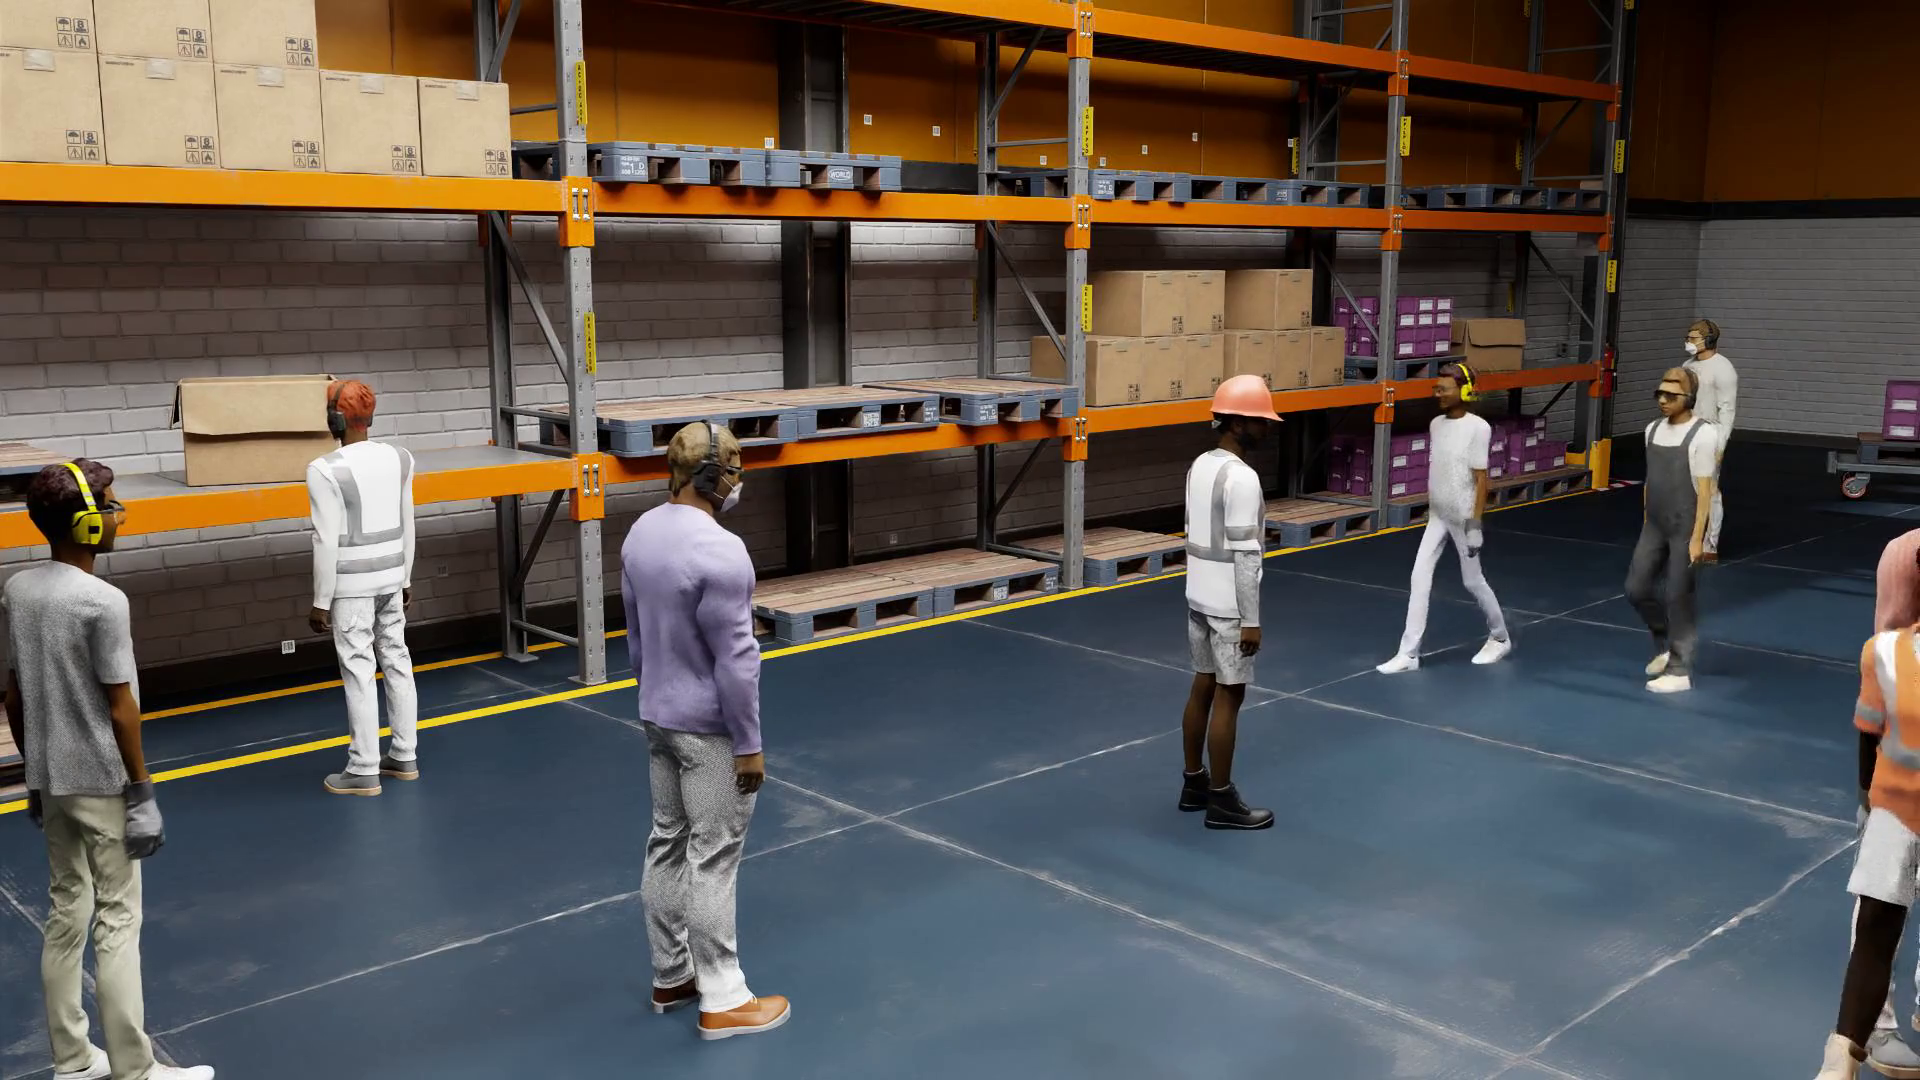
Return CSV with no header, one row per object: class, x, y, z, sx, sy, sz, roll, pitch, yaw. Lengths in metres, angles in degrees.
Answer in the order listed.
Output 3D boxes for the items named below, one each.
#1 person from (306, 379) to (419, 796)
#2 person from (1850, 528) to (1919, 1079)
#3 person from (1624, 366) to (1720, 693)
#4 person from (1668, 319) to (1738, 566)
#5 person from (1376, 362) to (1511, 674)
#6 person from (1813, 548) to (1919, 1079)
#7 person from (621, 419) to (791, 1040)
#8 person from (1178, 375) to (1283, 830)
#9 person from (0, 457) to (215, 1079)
person,-2.706,0.215,7.540,0.355,1.885,0.575,5,11,26
person,2.974,0.605,4.939,0.613,1.990,0.392,-2,10,-14
person,3.956,-0.048,9.256,0.393,1.832,0.523,-5,11,-26
person,5.848,-0.768,13.137,0.354,1.937,0.635,-1,10,-8
person,2.923,-0.132,9.760,0.951,1.832,0.536,-5,11,-27
person,2.744,0.816,4.683,0.539,1.659,0.836,9,13,42
person,-0.813,0.587,5.219,0.371,1.934,0.627,-8,13,-39
person,1.159,0.262,7.115,0.374,1.934,0.548,-3,10,-15
person,-2.473,0.700,4.741,0.519,1.873,0.335,5,11,27
